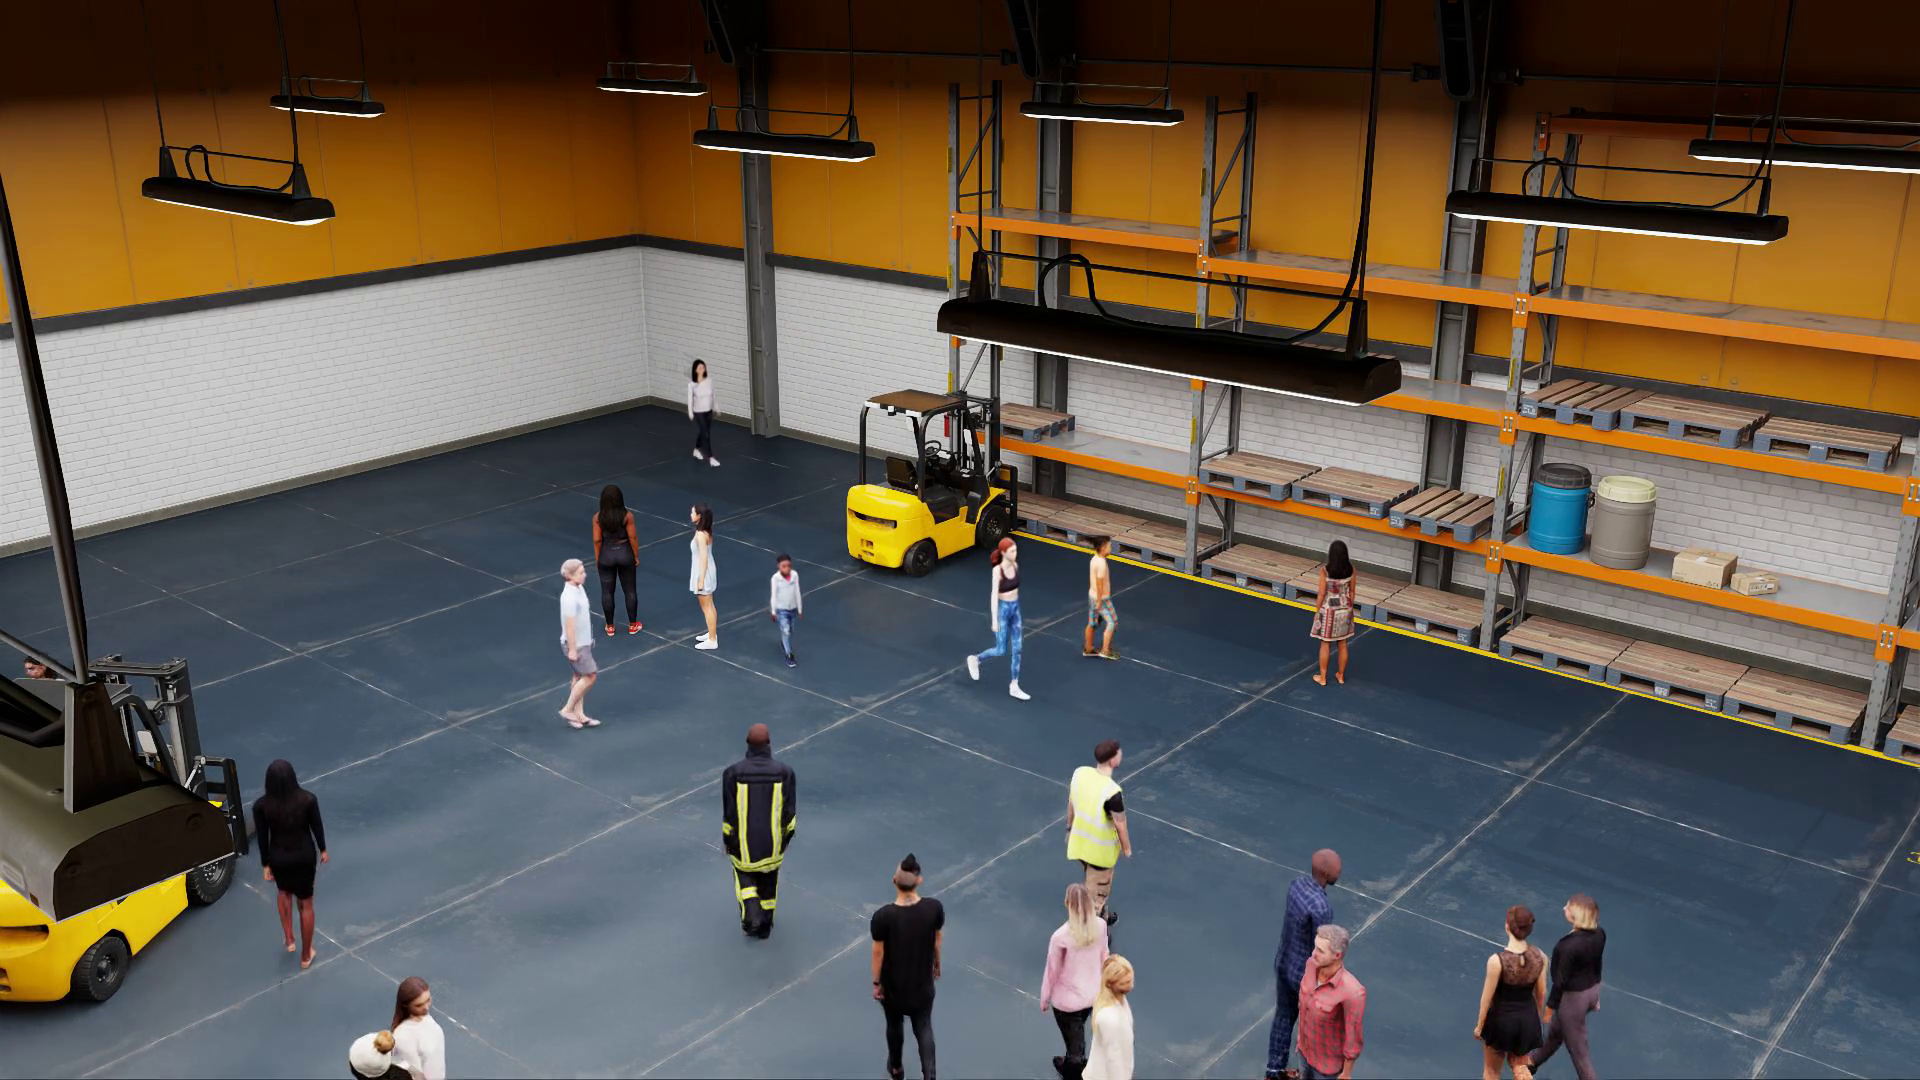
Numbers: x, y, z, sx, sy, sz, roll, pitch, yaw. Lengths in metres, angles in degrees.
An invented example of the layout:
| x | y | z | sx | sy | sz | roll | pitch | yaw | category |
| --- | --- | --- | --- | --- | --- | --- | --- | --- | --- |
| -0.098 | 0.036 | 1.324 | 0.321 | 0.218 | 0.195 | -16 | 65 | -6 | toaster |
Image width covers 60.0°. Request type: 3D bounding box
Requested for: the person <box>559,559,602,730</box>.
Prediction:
| x | y | z | sx | sy | sz | roll | pitch | yaw | category |
| --- | --- | --- | --- | --- | --- | --- | --- | --- | --- |
| -3.963 | 1.060 | 16.850 | 0.879 | 1.824 | 0.824 | 0 | 19 | -1 | person |

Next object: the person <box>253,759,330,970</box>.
| x | y | z | sx | sy | sz | roll | pitch | yaw | category |
| --- | --- | --- | --- | --- | --- | --- | --- | --- | --- |
| -5.107 | 2.505 | 12.740 | 0.763 | 1.709 | 0.813 | -4 | 19 | -13 | person |

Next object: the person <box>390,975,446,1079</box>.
| x | y | z | sx | sy | sz | roll | pitch | yaw | category |
| --- | --- | --- | --- | --- | --- | --- | --- | --- | --- |
| -3.384 | 3.402 | 10.153 | 1.093 | 1.660 | 0.989 | -1 | 19 | -2 | person |

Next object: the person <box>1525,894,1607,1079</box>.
| x | y | z | sx | sy | sz | roll | pitch | yaw | category |
| --- | --- | --- | --- | --- | --- | --- | --- | --- | --- |
| 4.133 | 3.140 | 10.984 | 0.717 | 1.625 | 1.072 | -16 | 24 | -39 | person |

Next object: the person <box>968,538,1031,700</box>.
| x | y | z | sx | sy | sz | roll | pitch | yaw | category |
| --- | --- | --- | --- | --- | --- | --- | --- | --- | --- |
| 0.422 | 0.819 | 17.657 | 0.986 | 1.766 | 0.555 | 14 | 23 | 36 | person |

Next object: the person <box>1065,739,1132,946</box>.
| x | y | z | sx | sy | sz | roll | pitch | yaw | category |
| --- | --- | --- | --- | --- | --- | --- | --- | --- | --- |
| 1.012 | 2.399 | 12.872 | 0.893 | 1.825 | 0.878 | -13 | 23 | -34 | person |

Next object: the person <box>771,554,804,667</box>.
| x | y | z | sx | sy | sz | roll | pitch | yaw | category |
| --- | --- | --- | --- | --- | --- | --- | --- | --- | --- |
| -1.965 | 0.741 | 18.710 | 0.723 | 1.243 | 0.931 | -8 | 20 | -23 | person |

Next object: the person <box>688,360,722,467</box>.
| x | y | z | sx | sy | sz | roll | pitch | yaw | category |
| --- | --- | --- | --- | --- | --- | --- | --- | --- | --- |
| -4.088 | -2.010 | 26.232 | 0.674 | 1.655 | 1.114 | -17 | 25 | -41 | person |

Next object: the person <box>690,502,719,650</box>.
| x | y | z | sx | sy | sz | roll | pitch | yaw | category |
| --- | --- | --- | --- | --- | --- | --- | --- | --- | --- |
| -2.915 | 0.396 | 18.969 | 0.723 | 1.730 | 0.668 | -1 | 19 | -4 | person |

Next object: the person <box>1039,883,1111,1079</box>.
| x | y | z | sx | sy | sz | roll | pitch | yaw | category |
| --- | --- | --- | --- | --- | --- | --- | --- | --- | --- |
| 0.830 | 3.085 | 11.071 | 0.755 | 1.675 | 0.884 | -11 | 22 | -30 | person |

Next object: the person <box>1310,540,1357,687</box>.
| x | y | z | sx | sy | sz | roll | pitch | yaw | category |
| --- | --- | --- | --- | --- | --- | --- | --- | --- | --- |
| 4.051 | 0.775 | 17.977 | 0.721 | 1.645 | 0.748 | -4 | 19 | -11 | person |

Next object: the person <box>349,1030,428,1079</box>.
| x | y | z | sx | sy | sz | roll | pitch | yaw | category |
| --- | --- | --- | --- | --- | --- | --- | --- | --- | --- |
| -3.068 | 3.574 | 9.335 | 1.167 | 1.856 | 0.989 | 5 | 19 | 14 | person |

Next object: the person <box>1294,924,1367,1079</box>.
| x | y | z | sx | sy | sz | roll | pitch | yaw | category |
| --- | --- | --- | --- | --- | --- | --- | --- | --- | --- |
| 2.299 | 3.219 | 10.433 | 0.827 | 1.829 | 0.670 | -8 | 20 | -22 | person |

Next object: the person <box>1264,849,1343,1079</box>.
| x | y | z | sx | sy | sz | roll | pitch | yaw | category |
| --- | --- | --- | --- | --- | --- | --- | --- | --- | --- |
| 2.265 | 2.940 | 11.324 | 0.921 | 1.788 | 0.875 | -8 | 20 | -22 | person |

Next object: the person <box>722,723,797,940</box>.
| x | y | z | sx | sy | sz | roll | pitch | yaw | category |
| --- | --- | --- | --- | --- | --- | --- | --- | --- | --- |
| -1.579 | 2.330 | 13.102 | 0.963 | 1.809 | 1.021 | -4 | 19 | -12 | person |

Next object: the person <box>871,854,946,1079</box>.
| x | y | z | sx | sy | sz | roll | pitch | yaw | category |
| --- | --- | --- | --- | --- | --- | --- | --- | --- | --- |
| -0.313 | 2.974 | 11.139 | 1.049 | 1.842 | 1.176 | -5 | 19 | -15 | person |

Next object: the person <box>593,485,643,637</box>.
| x | y | z | sx | sy | sz | roll | pitch | yaw | category |
| --- | --- | --- | --- | --- | --- | --- | --- | --- | --- |
| -3.996 | 0.223 | 19.349 | 0.766 | 1.816 | 0.820 | -2 | 19 | -7 | person |

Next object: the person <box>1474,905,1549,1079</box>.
| x | y | z | sx | sy | sz | roll | pitch | yaw | category |
| --- | --- | --- | --- | --- | --- | --- | --- | --- | --- |
| 3.612 | 3.183 | 10.796 | 0.810 | 1.664 | 0.877 | -3 | 19 | -10 | person |

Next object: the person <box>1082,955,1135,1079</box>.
| x | y | z | sx | sy | sz | roll | pitch | yaw | category |
| --- | --- | --- | --- | --- | --- | --- | --- | --- | --- |
| 0.800 | 3.338 | 10.128 | 1.301 | 1.797 | 1.091 | 2 | 19 | 6 | person |

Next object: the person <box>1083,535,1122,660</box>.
| x | y | z | sx | sy | sz | roll | pitch | yaw | category |
| --- | --- | --- | --- | --- | --- | --- | --- | --- | --- |
| 1.498 | 0.649 | 18.662 | 0.735 | 1.447 | 0.680 | -5 | 19 | -14 | person |
